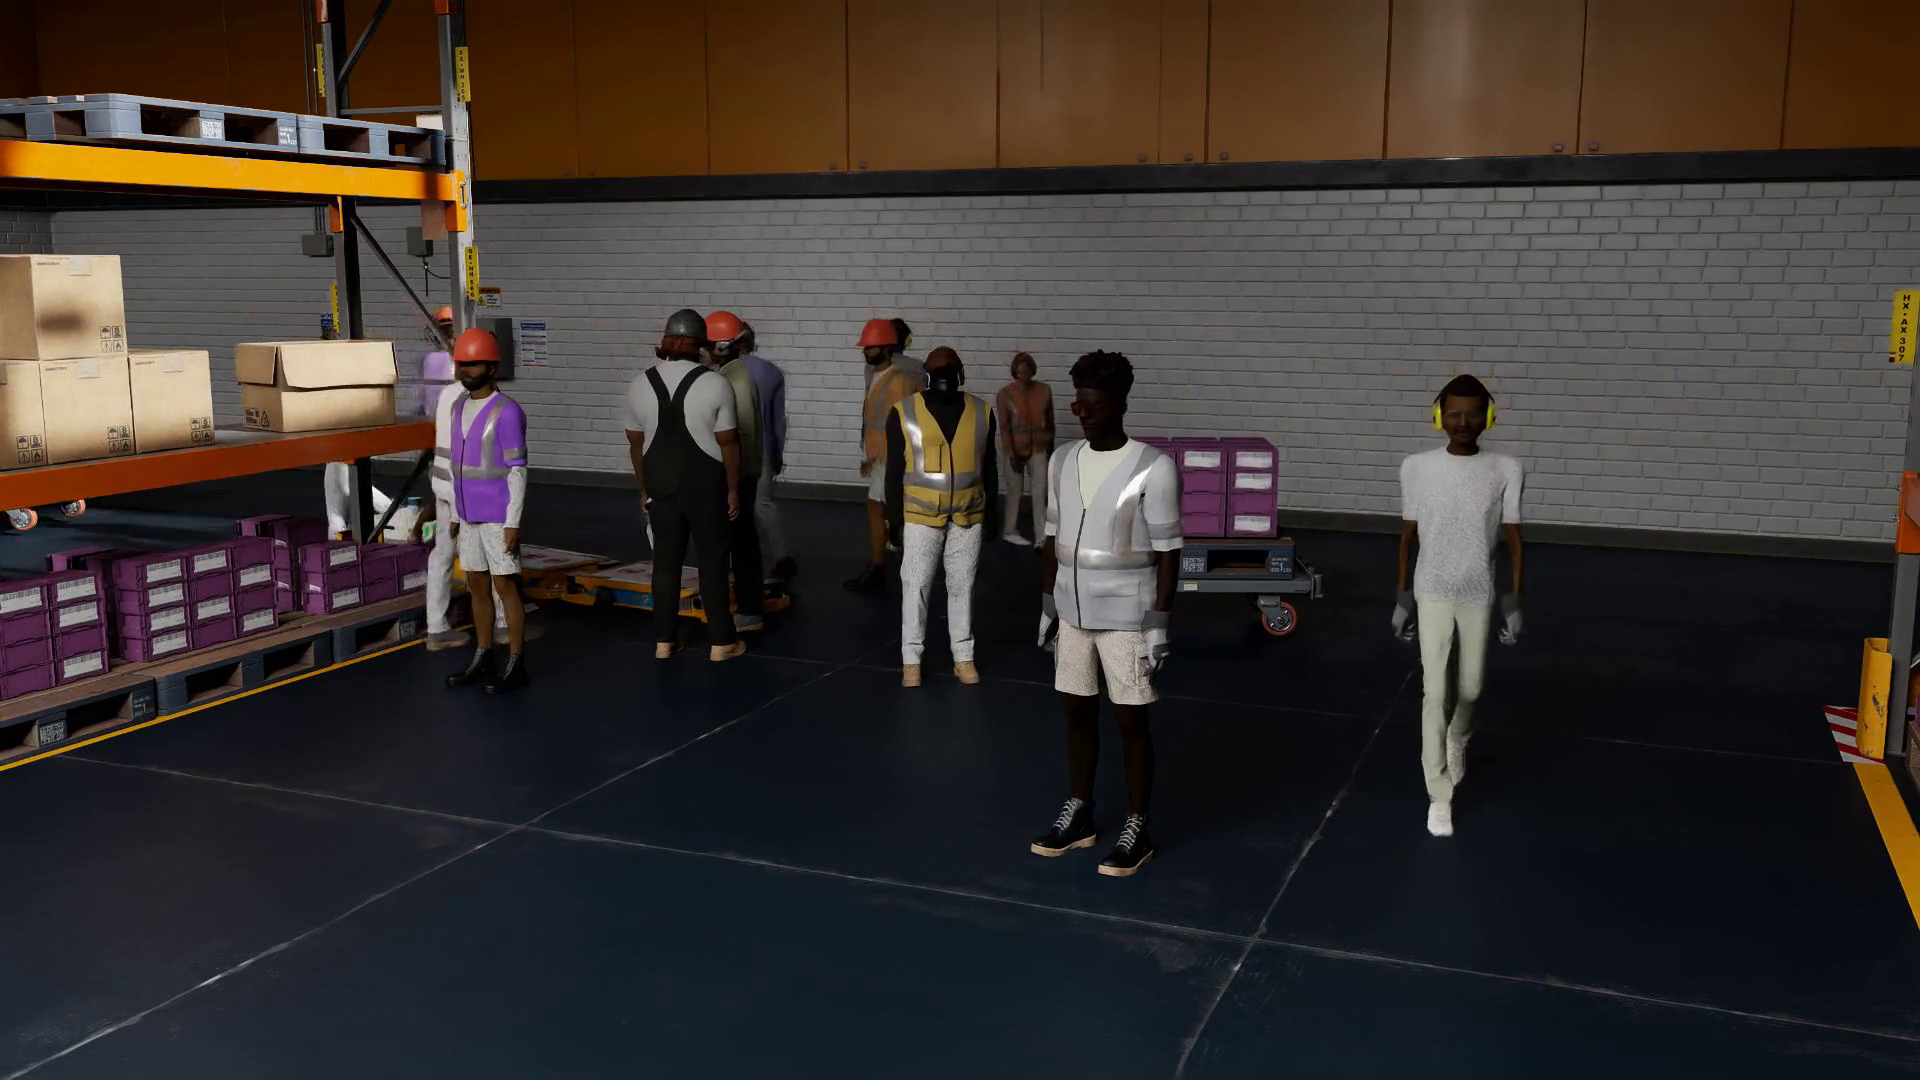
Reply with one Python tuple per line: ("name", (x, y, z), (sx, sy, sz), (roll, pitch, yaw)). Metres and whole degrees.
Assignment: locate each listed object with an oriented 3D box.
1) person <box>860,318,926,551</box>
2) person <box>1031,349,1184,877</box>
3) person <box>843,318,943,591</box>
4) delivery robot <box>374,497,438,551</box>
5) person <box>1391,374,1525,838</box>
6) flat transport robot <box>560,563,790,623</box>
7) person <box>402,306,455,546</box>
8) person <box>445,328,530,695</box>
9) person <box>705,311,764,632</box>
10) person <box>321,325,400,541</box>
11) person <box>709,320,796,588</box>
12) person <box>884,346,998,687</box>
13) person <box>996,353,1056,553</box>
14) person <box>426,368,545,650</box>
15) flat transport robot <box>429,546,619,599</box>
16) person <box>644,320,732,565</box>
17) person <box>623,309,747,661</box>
("person", (-0.531, -0.838, 13.295), (0.546, 1.859, 0.452), (-1, 9, -4))
("person", (0.539, 0.268, 6.246), (0.614, 1.963, 0.361), (8, 13, 42))
("person", (-0.439, -0.605, 11.710), (0.776, 1.913, 0.557), (-3, 10, -18))
("delivery robot", (-4.026, -0.076, 12.313), (0.707, 0.478, 0.477), (7, 11, 35))
("person", (2.063, 0.226, 6.889), (0.521, 1.847, 0.841), (2, 10, 13))
("flat transport robot", (-1.888, 0.332, 10.981), (1.431, 0.197, 0.652), (6, 11, 31))
("person", (-3.749, -0.705, 12.110), (0.669, 1.990, 0.939), (5, 10, 26))
("person", (-2.532, -0.149, 8.845), (0.551, 1.942, 0.345), (7, 12, 35))
("person", (-1.418, -0.423, 10.354), (0.392, 1.991, 0.612), (-2, 10, -14))
("person", (-4.781, -0.800, 13.158), (0.765, 1.817, 0.626), (-5, 11, -29))
("person", (-1.501, -0.608, 11.807), (0.677, 1.899, 0.962), (-5, 11, -29))
("person", (-0.090, -0.122, 8.986), (0.634, 1.841, 0.429), (-2, 10, -13))
("person", (0.529, -0.699, 13.234), (0.532, 1.582, 0.731), (-3, 10, -16))
("person", (-2.859, -0.284, 9.893), (0.798, 1.850, 0.614), (-8, 12, -41))
("flat transport robot", (-3.097, 0.202, 11.766), (1.431, 0.197, 0.652), (7, 12, 37))
("person", (-1.969, -0.724, 12.556), (0.854, 1.877, 0.647), (4, 10, 24))
("person", (-1.549, -0.325, 9.610), (0.678, 2.000, 0.537), (2, 10, 14))
